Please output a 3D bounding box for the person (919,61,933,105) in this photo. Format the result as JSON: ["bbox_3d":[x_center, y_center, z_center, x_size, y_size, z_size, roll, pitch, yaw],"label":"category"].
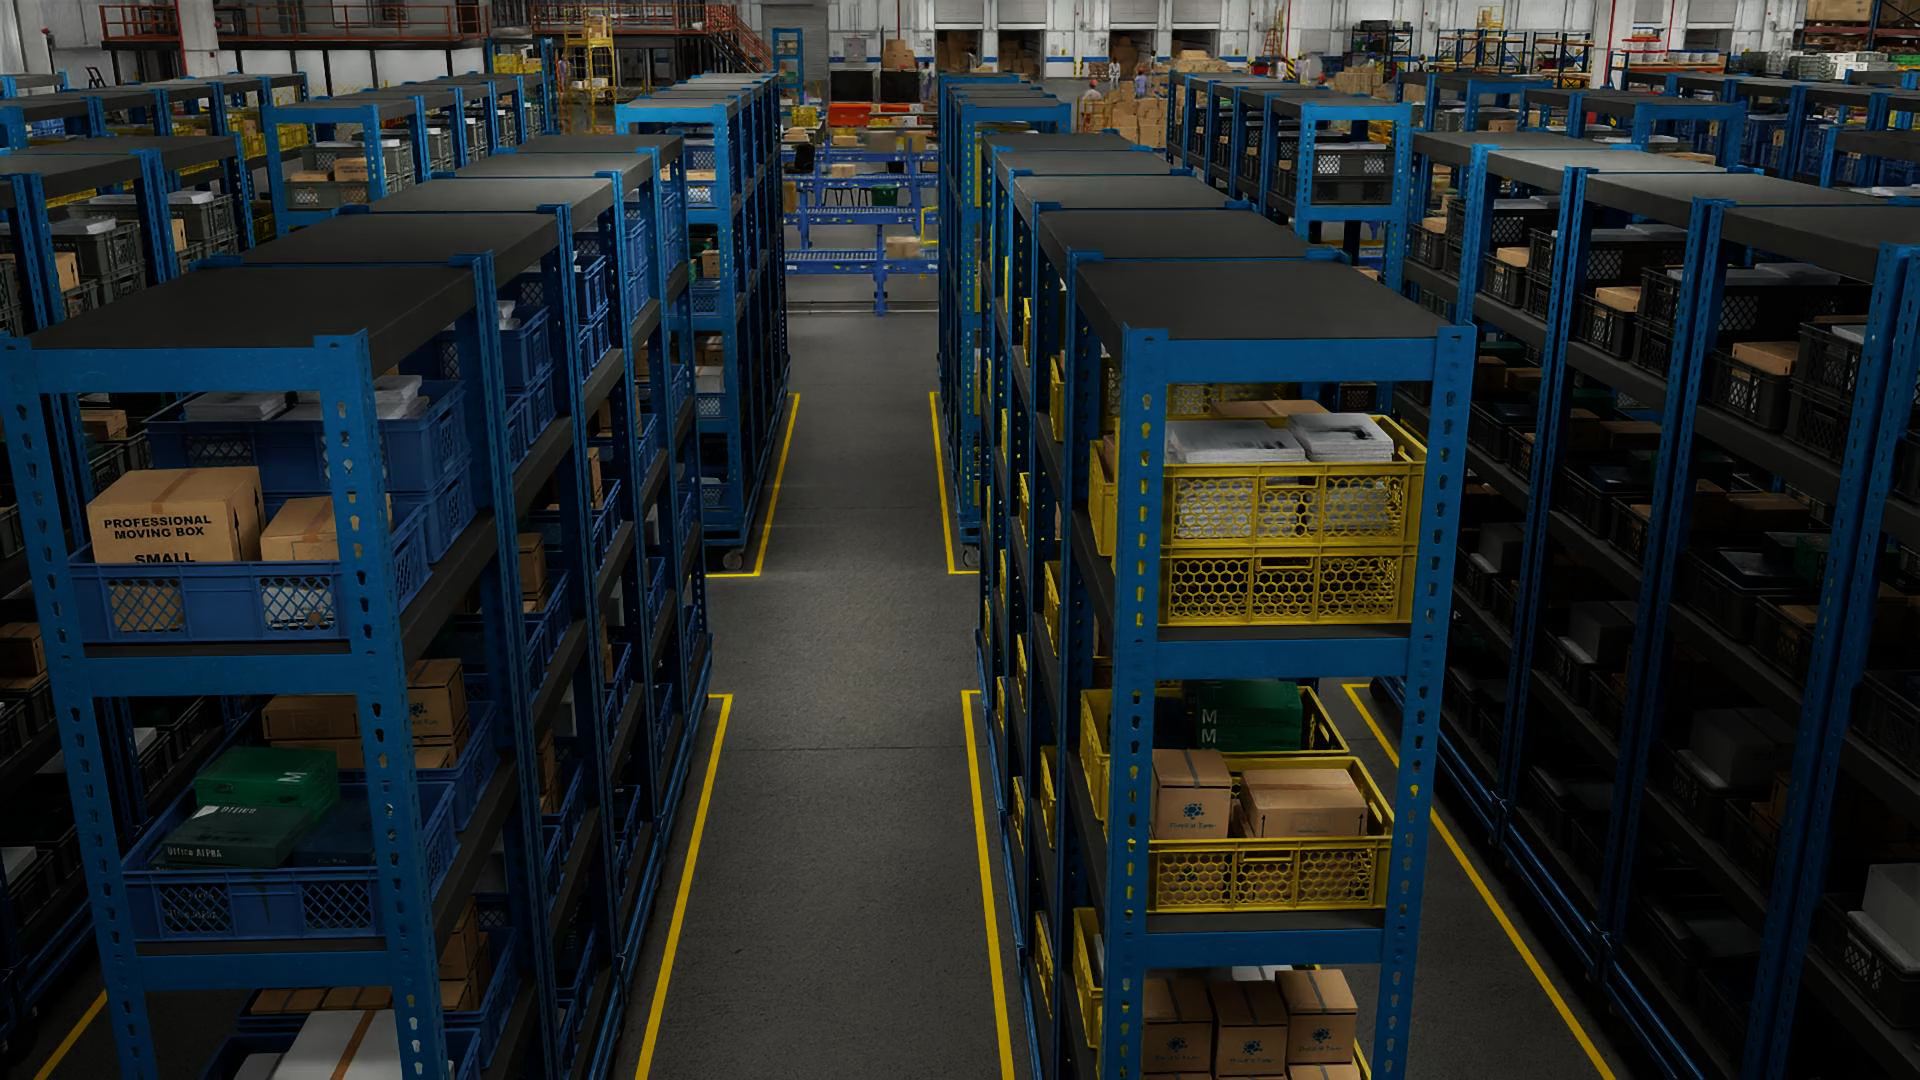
[{"bbox_3d":[-1.472,-19.608,71.512,0.737,1.902,0.601,-15,23,-38],"label":"person"}]

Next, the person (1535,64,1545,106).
[{"bbox_3d":[24.108,-18.864,69.278,0.535,1.860,0.331,-9,20,-25],"label":"person"}]

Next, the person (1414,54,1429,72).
[{"bbox_3d":[21.432,-21.561,77.329,0.674,2.000,0.537,7,19,21],"label":"person"}]

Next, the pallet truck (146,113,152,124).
[{"bbox_3d":[-18.087,-8.309,36.390,1.885,1.965,0.823,-1,18,-4],"label":"pallet truck"}]

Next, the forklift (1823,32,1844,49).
[{"bbox_3d":[45.186,-24.889,86.282,1.873,2.768,1.129,-6,19,-19],"label":"forklift"}]

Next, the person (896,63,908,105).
[{"bbox_3d":[-2.357,-18.515,68.083,0.542,1.930,0.374,-10,20,-28],"label":"person"}]

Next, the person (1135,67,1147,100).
[{"bbox_3d":[7.052,-17.519,65.077,0.561,1.877,1.053,-7,19,-21],"label":"person"}]

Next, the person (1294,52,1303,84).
[{"bbox_3d":[17.070,-23.576,83.761,0.583,1.921,0.390,-10,20,-28],"label":"person"}]

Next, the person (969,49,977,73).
[{"bbox_3d":[0.672,-26.524,93.048,0.815,1.820,0.623,3,18,9],"label":"person"}]

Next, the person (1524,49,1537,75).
[{"bbox_3d":[30.793,-25.518,89.820,0.639,1.886,0.728,11,21,31],"label":"person"}]

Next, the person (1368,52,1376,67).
[{"bbox_3d":[20.857,-23.646,84.013,1.011,1.889,0.645,1,18,4],"label":"person"}]

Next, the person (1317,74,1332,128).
[{"bbox_3d":[12.412,-15.031,57.255,1.089,1.960,0.600,-4,18,-13],"label":"person"}]

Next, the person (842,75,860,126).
[{"bbox_3d":[-3.939,-15.905,60.238,0.922,1.794,0.610,2,18,5],"label":"person"}]

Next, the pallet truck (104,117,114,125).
[{"bbox_3d":[-18.367,-7.885,35.078,1.885,1.965,0.823,1,18,2],"label":"pallet truck"}]

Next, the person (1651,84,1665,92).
[{"bbox_3d":[27.103,-17.390,64.539,0.600,1.967,0.369,6,19,17],"label":"person"}]

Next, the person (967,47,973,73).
[{"bbox_3d":[0.515,-26.823,93.851,0.653,1.903,0.606,4,18,11],"label":"person"}]

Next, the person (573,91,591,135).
[{"bbox_3d":[-12.676,-14.433,55.780,0.753,1.718,0.485,-2,18,-6],"label":"person"}]

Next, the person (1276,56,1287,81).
[{"bbox_3d":[15.482,-22.460,80.435,0.922,1.851,0.570,-9,20,-27],"label":"person"}]

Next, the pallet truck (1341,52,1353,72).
[{"bbox_3d":[18.794,-23.123,82.231,0.823,1.965,1.885,-13,22,-35],"label":"pallet truck"}]

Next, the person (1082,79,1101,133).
[{"bbox_3d":[4.225,-13.681,53.045,0.646,1.972,0.459,9,20,27],"label":"person"}]

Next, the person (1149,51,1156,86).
[{"bbox_3d":[10.278,-25.175,88.796,0.329,1.865,0.514,0,18,-1],"label":"person"}]

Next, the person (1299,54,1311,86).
[{"bbox_3d":[17.122,-23.112,82.374,0.979,1.897,0.627,-15,23,-38],"label":"person"}]

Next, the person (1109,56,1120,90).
[{"bbox_3d":[7.306,-21.903,78.661,0.573,1.877,0.354,-6,19,-18],"label":"person"}]

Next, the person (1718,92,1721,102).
[{"bbox_3d":[26.525,-15.089,57.537,0.638,1.898,0.933,11,21,30],"label":"person"}]

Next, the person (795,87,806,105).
[{"bbox_3d":[-5.149,-13.625,53.016,0.975,1.887,0.550,0,18,0],"label":"person"}]

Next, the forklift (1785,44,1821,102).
[{"bbox_3d":[31.278,-16.985,61.824,1.129,2.768,1.873,-1,18,-2],"label":"forklift"}]
